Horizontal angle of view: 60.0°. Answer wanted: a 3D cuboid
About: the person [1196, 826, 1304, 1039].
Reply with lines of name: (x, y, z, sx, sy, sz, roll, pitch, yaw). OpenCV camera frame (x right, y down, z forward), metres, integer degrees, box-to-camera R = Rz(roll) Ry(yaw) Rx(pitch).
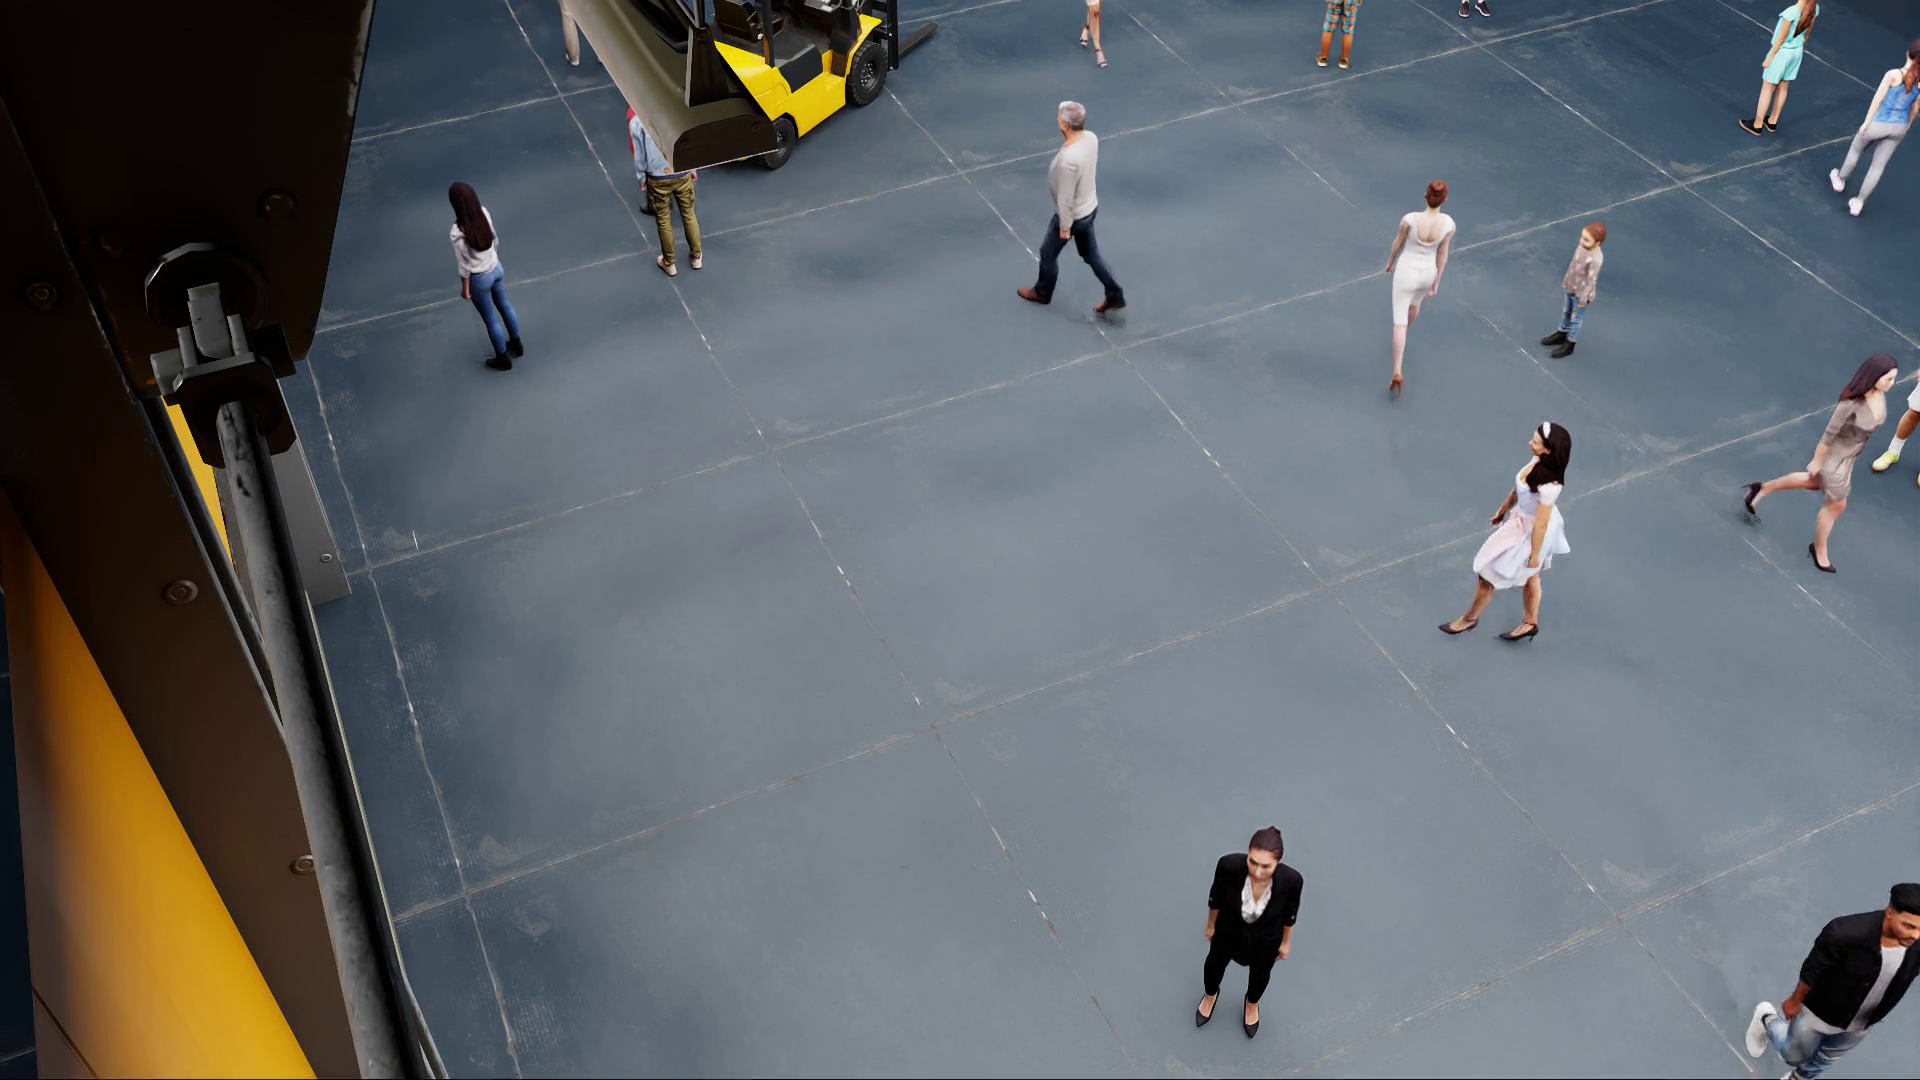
person: (1.494, 2.019, 8.596, 0.695, 1.661, 0.741, 11, 45, 11)

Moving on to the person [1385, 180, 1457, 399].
person: (3.440, -1.908, 12.656, 0.926, 1.747, 1.147, 4, 44, 4)

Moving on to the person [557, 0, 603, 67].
person: (-3.840, -5.608, 16.459, 0.731, 1.859, 0.652, -8, 44, -8)

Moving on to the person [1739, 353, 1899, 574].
person: (5.879, -0.598, 11.301, 0.766, 1.719, 1.130, -29, 51, -27)

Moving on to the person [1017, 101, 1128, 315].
person: (0.995, -2.587, 13.277, 1.326, 1.873, 1.181, 22, 48, 21)

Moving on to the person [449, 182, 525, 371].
person: (-3.682, -2.050, 12.889, 0.719, 1.631, 0.675, 16, 46, 17)

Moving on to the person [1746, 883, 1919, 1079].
person: (4.372, 2.204, 8.296, 0.893, 1.806, 0.976, 2, 44, 2)

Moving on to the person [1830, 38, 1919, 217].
person: (8.086, -3.566, 14.511, 0.876, 1.590, 0.978, 8, 44, 8)

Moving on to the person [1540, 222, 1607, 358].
person: (4.908, -1.999, 13.153, 0.581, 1.194, 0.461, -8, 44, -9)

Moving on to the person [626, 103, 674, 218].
person: (-2.731, -3.468, 14.606, 0.573, 1.317, 0.575, 34, 53, 31)

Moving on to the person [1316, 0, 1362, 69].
person: (3.822, -5.411, 16.542, 0.592, 1.460, 0.630, 7, 44, 7)

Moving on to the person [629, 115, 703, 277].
person: (-2.426, -3.037, 13.796, 0.673, 1.810, 0.548, -17, 46, -17)

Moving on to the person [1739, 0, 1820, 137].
person: (7.723, -4.549, 15.565, 0.568, 1.558, 0.548, -13, 45, -13)

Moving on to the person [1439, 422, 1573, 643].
person: (3.713, 0.010, 10.613, 1.010, 1.789, 0.982, 9, 44, 9)
